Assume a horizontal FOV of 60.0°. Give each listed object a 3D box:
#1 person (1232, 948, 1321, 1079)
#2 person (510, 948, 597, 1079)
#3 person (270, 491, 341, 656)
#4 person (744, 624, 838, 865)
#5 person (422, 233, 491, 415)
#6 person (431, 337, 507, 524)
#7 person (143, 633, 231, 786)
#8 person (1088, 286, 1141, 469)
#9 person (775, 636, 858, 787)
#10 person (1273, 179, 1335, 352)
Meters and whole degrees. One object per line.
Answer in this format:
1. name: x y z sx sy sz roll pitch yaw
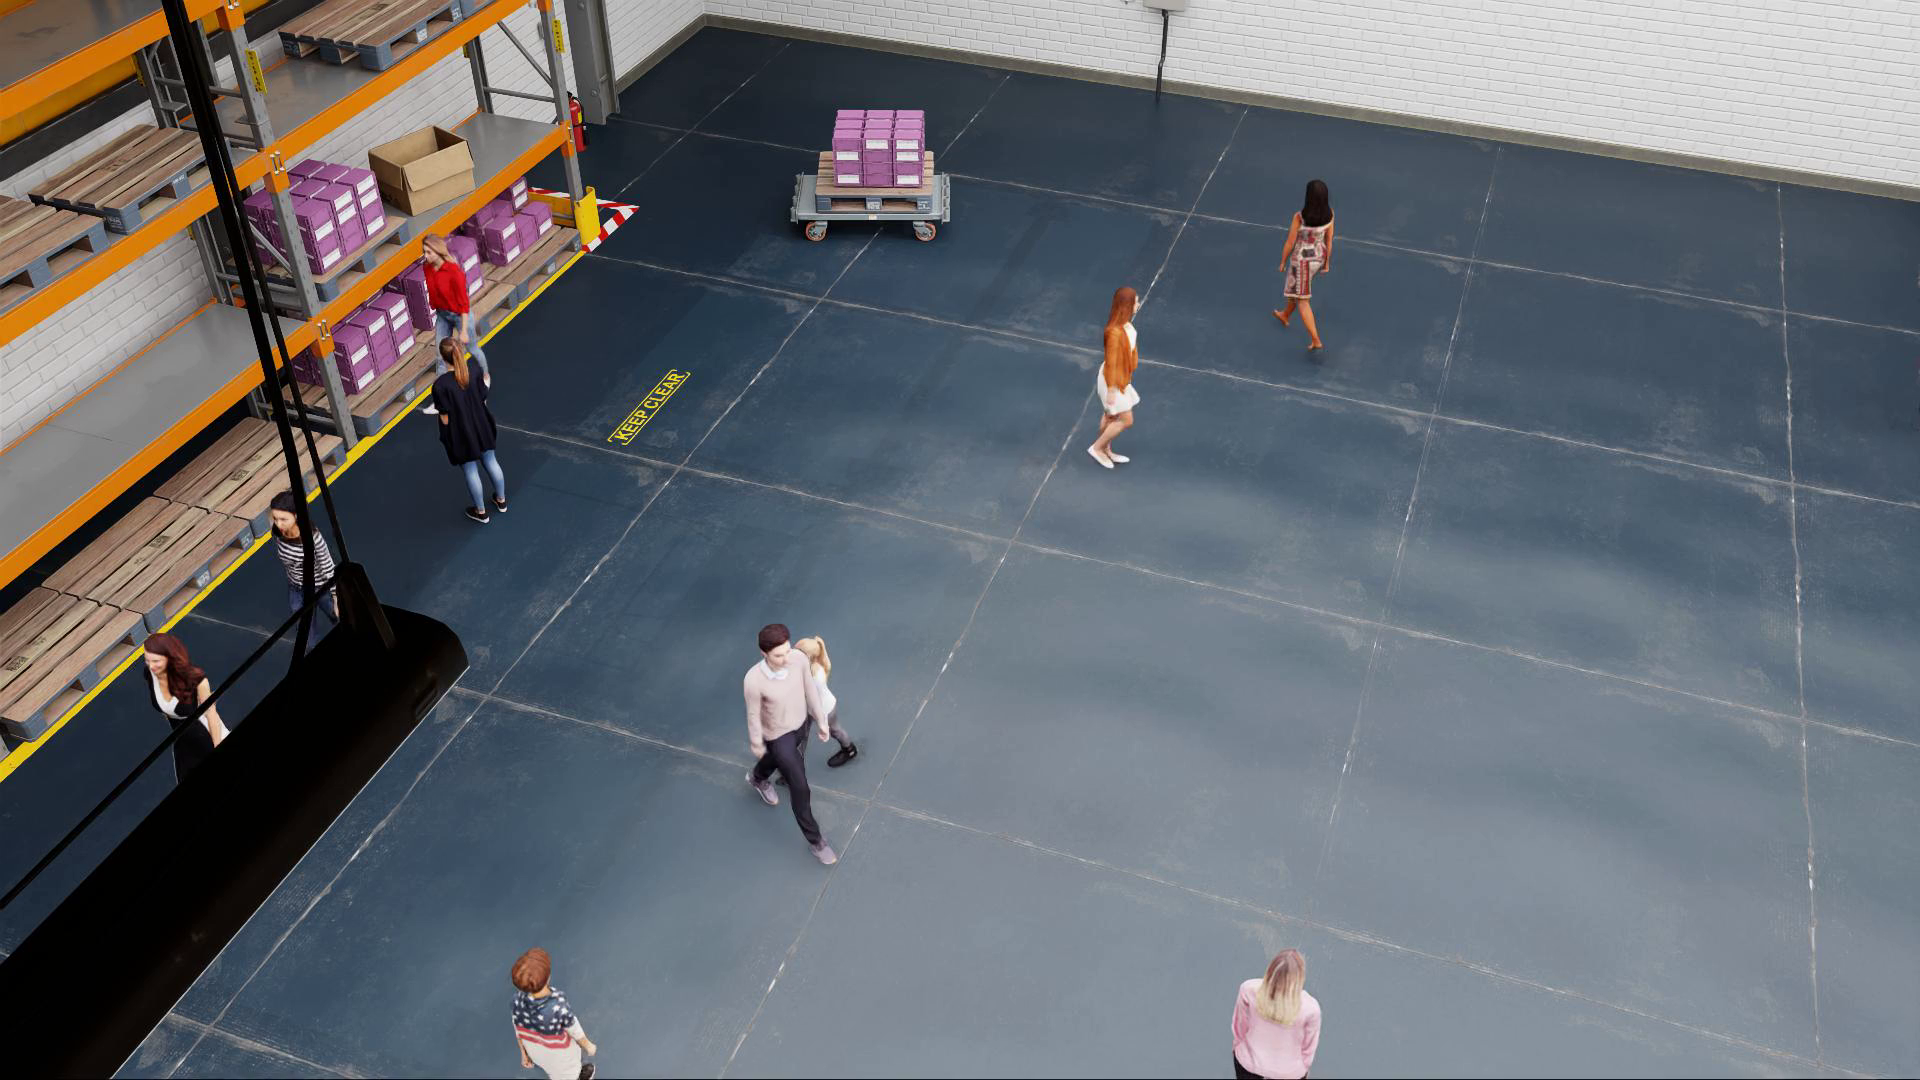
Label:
1. person: 1.625 2.718 8.710 0.604 1.688 0.551 16 41 19
2. person: -2.189 2.767 8.867 0.512 1.415 0.927 13 41 16
3. person: -4.435 0.342 11.630 0.645 1.757 1.125 9 39 11
4. person: -1.156 1.174 10.580 1.216 1.767 1.041 -32 48 -33
5. person: -4.372 -1.960 14.583 0.680 1.669 1.050 16 41 19
6. person: -3.898 -0.877 13.216 0.659 1.682 0.776 -29 47 -31
7. person: -4.755 1.213 10.545 0.777 1.751 1.201 5 39 6
8. person: 1.204 -1.338 13.768 0.733 1.715 0.616 7 39 9
9. person: -0.901 1.092 11.107 0.929 1.237 0.786 -24 44 -27
10. person: 3.219 -2.502 15.309 1.066 1.610 1.171 -14 41 -17
